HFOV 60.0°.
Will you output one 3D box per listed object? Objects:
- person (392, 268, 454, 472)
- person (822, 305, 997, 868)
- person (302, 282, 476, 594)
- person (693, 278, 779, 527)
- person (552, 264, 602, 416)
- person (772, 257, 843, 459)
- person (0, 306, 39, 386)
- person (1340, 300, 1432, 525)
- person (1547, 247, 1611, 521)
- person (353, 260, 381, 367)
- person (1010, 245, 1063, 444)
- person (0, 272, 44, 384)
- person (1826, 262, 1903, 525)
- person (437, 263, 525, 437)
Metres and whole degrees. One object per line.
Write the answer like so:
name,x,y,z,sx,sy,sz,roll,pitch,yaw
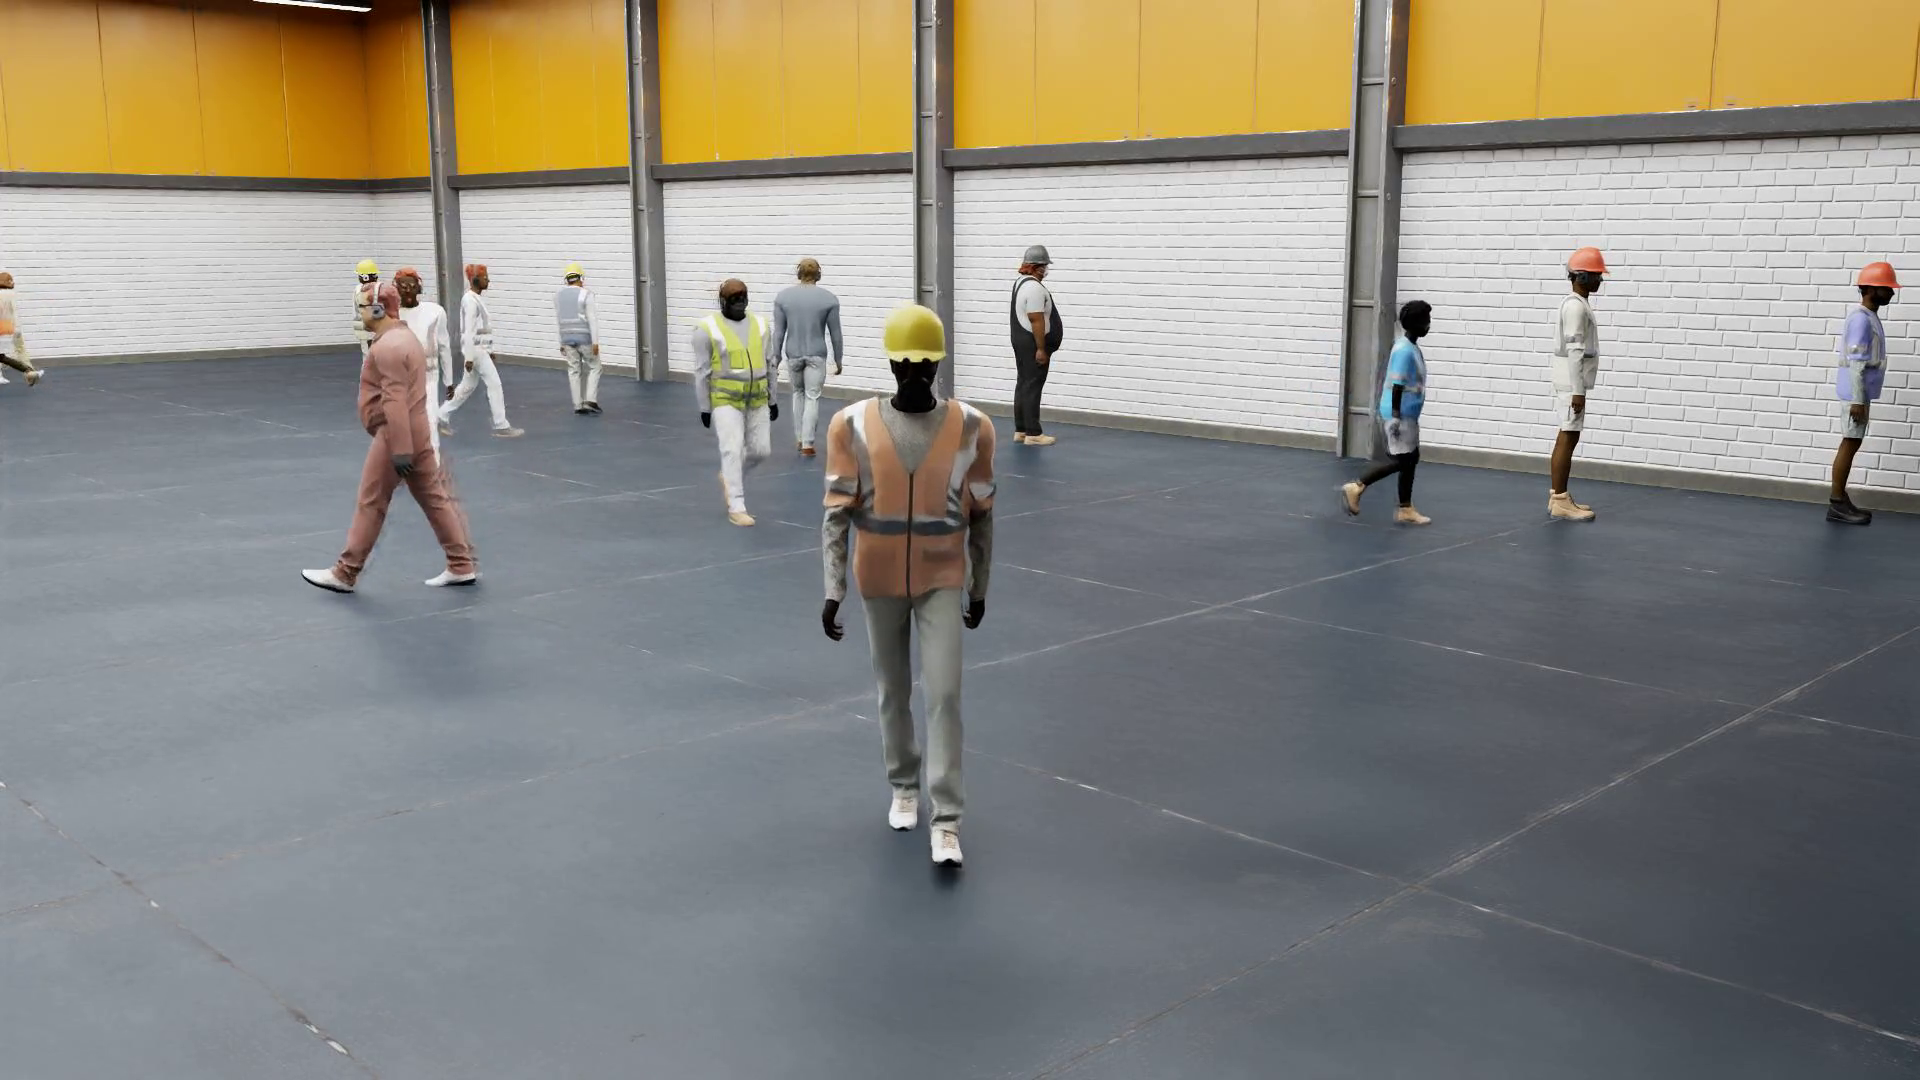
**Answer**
person,-4.488,-1.290,13.667,0.615,1.856,0.808,-3,11,-15
person,-0.171,0.159,5.693,0.598,1.889,0.911,0,10,1
person,-3.422,-0.603,9.949,1.004,1.850,0.677,-1,10,-5
person,-1.679,-1.034,12.378,0.640,1.825,0.618,-7,13,-35
person,-4.525,-2.367,19.735,0.614,1.796,0.451,3,11,17
person,-1.443,-1.767,16.117,0.662,1.909,0.809,2,10,8
person,-13.001,-2.827,22.579,0.687,1.664,0.561,-7,13,-35
person,3.170,-0.930,12.206,0.568,1.673,0.554,4,11,21
person,4.649,-1.172,12.525,0.369,2.045,0.608,3,11,16
person,-7.224,-2.512,20.409,0.404,1.833,0.590,-4,11,-21
person,0.793,-2.010,17.103,0.536,2.000,0.688,-3,11,-15
person,-13.756,-3.076,24.117,0.525,1.586,0.830,2,11,10
person,6.713,-1.086,12.351,0.373,1.934,0.552,6,12,31
person,-5.171,-1.997,17.583,0.943,1.851,0.584,-3,11,-14
